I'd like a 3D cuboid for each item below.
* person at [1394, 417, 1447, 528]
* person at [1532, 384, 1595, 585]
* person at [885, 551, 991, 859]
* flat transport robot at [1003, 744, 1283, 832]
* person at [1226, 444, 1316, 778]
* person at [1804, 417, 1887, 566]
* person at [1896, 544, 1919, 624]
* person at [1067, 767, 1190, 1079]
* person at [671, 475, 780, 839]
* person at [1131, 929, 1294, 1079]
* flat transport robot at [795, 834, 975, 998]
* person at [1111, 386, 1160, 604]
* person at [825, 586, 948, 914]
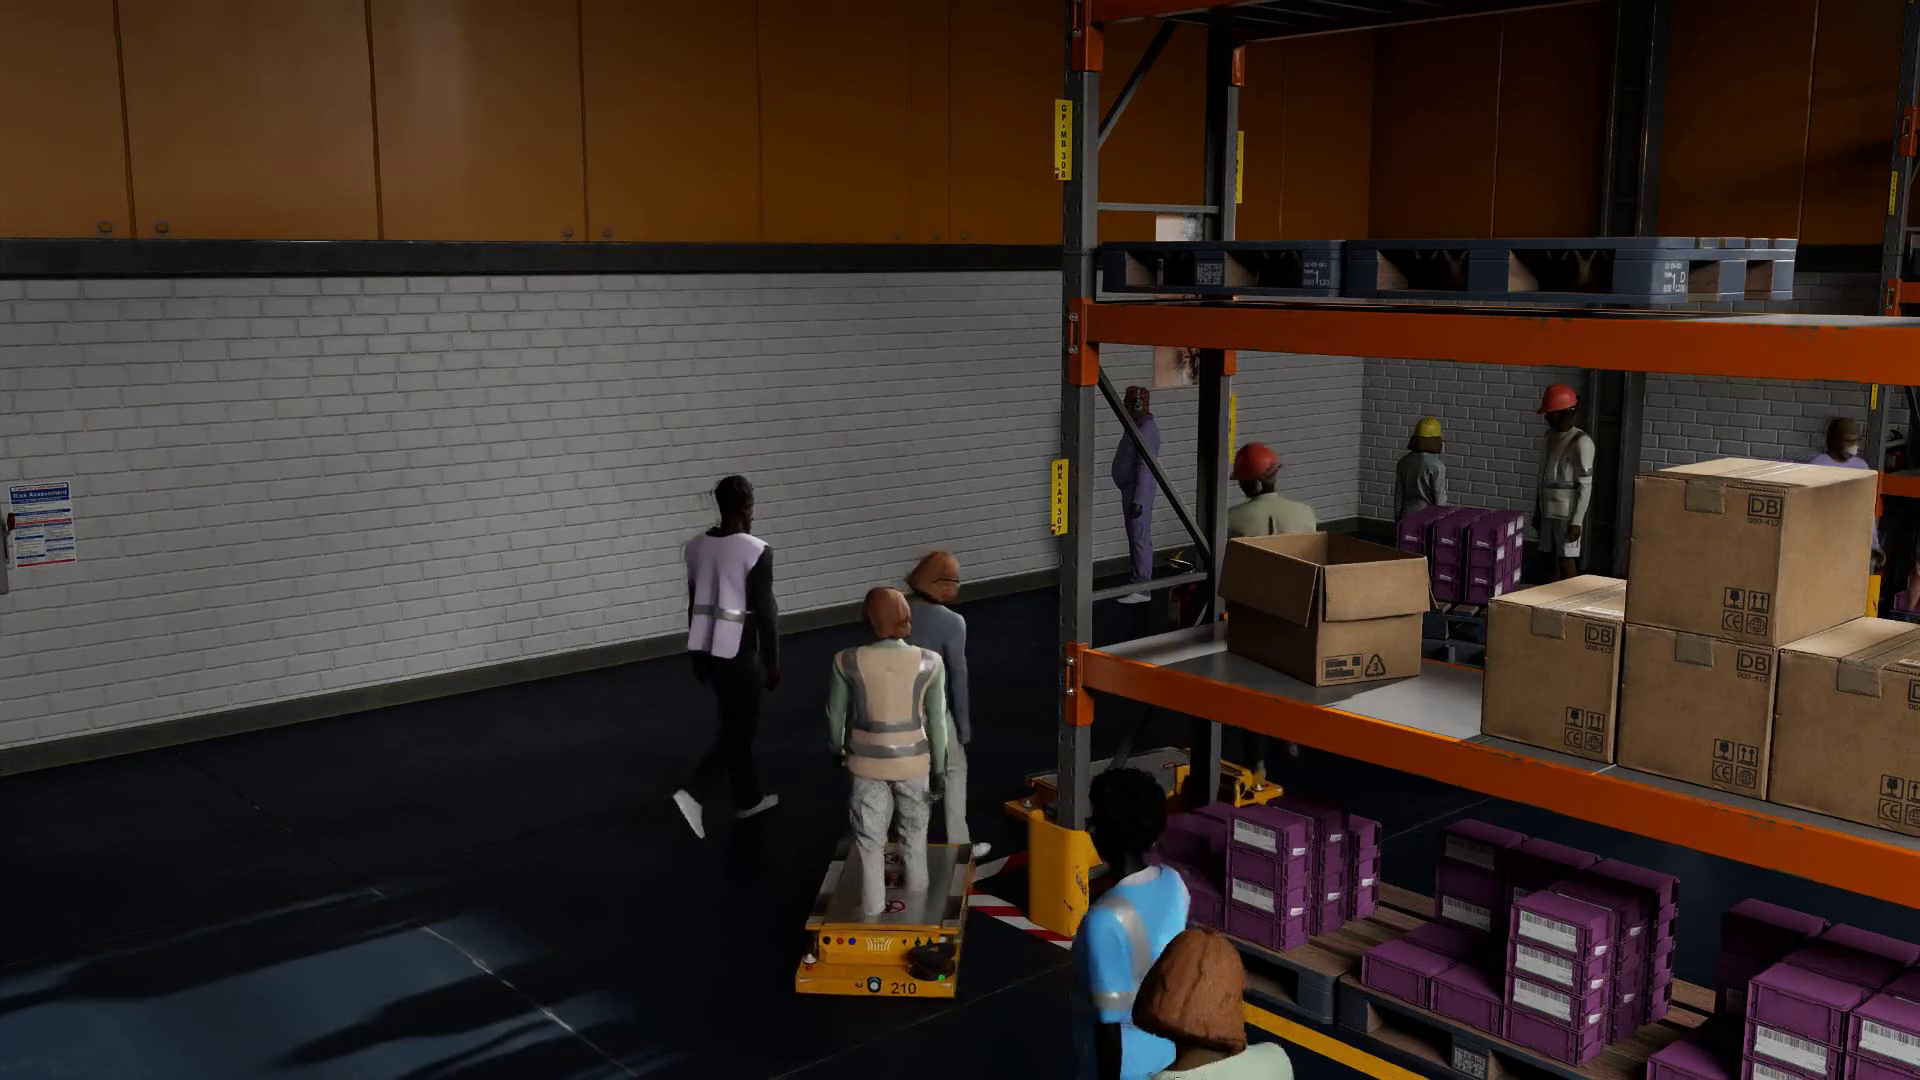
[{"bbox_3d":[3.740,-0.124,13.475,0.324,1.743,0.490,-6,11,-32],"label":"person"},{"bbox_3d":[4.723,-0.216,13.171,0.400,2.033,0.605,-2,10,-12],"label":"person"},{"bbox_3d":[-0.148,0.849,8.227,0.518,1.589,0.615,7,12,34],"label":"person"},{"bbox_3d":[1.007,1.364,9.065,1.431,0.197,0.652,-6,11,-32],"label":"flat transport robot"},{"bbox_3d":[1.777,0.405,9.832,0.660,1.942,0.735,-2,10,-10],"label":"person"},{"bbox_3d":[6.313,0.068,11.917,0.617,1.881,0.994,-6,11,-30],"label":"person"},{"bbox_3d":[6.180,0.427,10.585,0.535,1.620,0.479,-7,12,-36],"label":"person"},{"bbox_3d":[0.437,1.439,4.583,0.861,1.640,0.555,6,11,31],"label":"person"},{"bbox_3d":[-1.265,0.611,8.782,0.604,1.890,0.768,7,12,37],"label":"person"},{"bbox_3d":[0.475,1.620,3.667,0.522,1.600,0.426,-5,11,-28],"label":"person"},{"bbox_3d":[-0.298,1.643,7.433,0.652,0.197,1.431,1,10,4],"label":"flat transport robot"},{"bbox_3d":[1.532,-0.398,14.605,0.409,1.909,0.643,0,10,-1],"label":"person"},{"bbox_3d":[-0.314,1.008,7.241,0.529,1.619,0.555,-1,10,-6],"label":"person"}]
